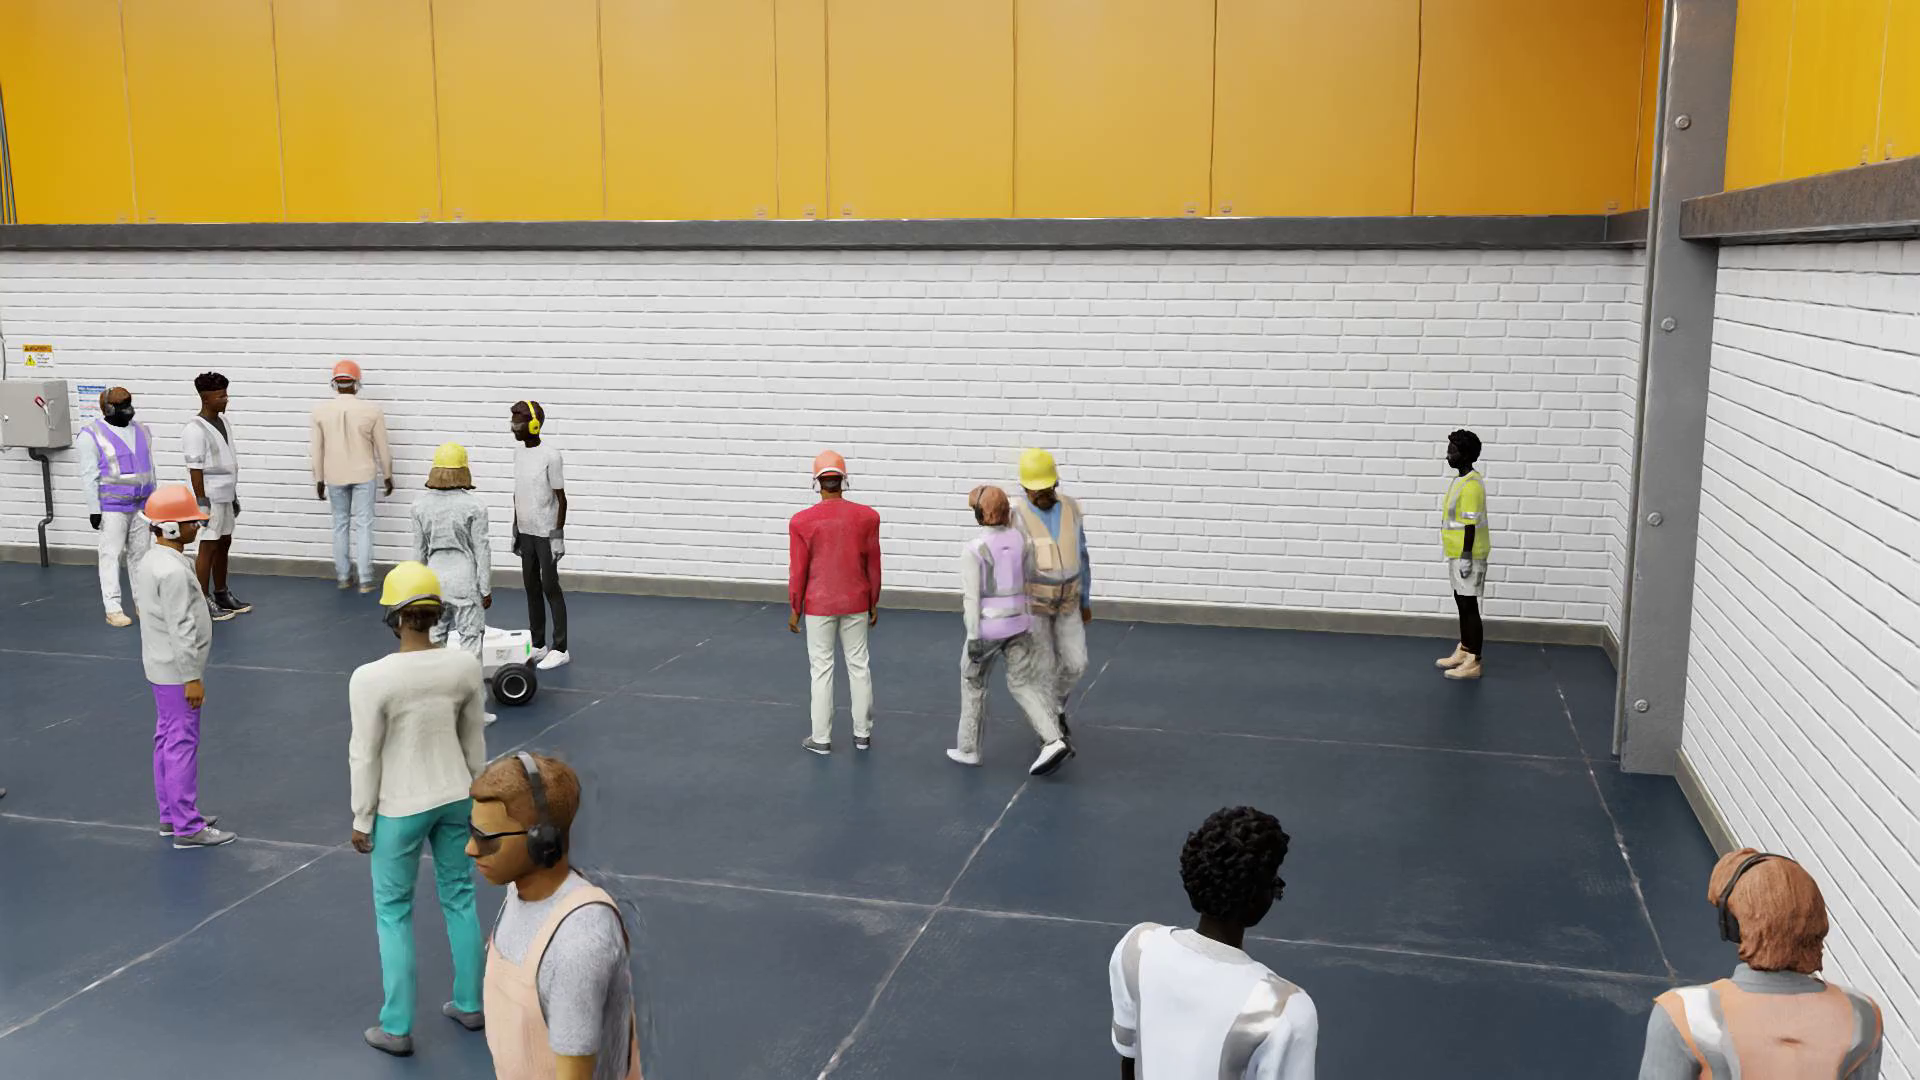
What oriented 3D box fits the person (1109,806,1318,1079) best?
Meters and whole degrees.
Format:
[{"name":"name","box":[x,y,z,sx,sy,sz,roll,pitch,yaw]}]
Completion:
[{"name":"person","box":[0.541,1.397,3.593,0.320,1.686,0.539,-9,13,-43]}]

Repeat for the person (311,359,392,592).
[{"name":"person","box":[-5.164,-0.542,14.167,0.629,1.988,0.470,-1,10,-6]}]

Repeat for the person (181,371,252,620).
[{"name":"person","box":[-5.868,-0.350,13.092,0.376,1.958,0.598,0,10,-1]}]

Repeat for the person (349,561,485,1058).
[{"name":"person","box":[-1.956,0.951,6.020,0.351,1.756,0.525,8,13,40]}]

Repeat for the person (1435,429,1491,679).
[{"name":"person","box":[3.419,0.091,11.277,0.321,1.690,0.532,1,10,6]}]

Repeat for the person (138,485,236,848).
[{"name":"person","box":[-3.767,0.604,8.058,0.335,1.753,0.563,-7,12,-34]}]

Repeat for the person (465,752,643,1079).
[{"name":"person","box":[-0.902,1.337,3.634,0.971,1.796,0.522,-7,12,-36]}]

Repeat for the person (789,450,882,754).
[{"name":"person","box":[-0.725,0.354,9.559,0.561,1.742,0.337,-4,10,-22]}]

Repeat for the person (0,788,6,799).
[{"name":"person","box":[-5.241,0.521,8.508,0.523,1.769,0.324,-3,10,-18]}]

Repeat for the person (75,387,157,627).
[{"name":"person","box":[-6.487,-0.267,12.921,0.429,1.846,0.633,4,11,25]}]

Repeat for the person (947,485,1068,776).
[{"name":"person","box":[0.262,0.500,9.124,0.533,1.601,0.756,-8,12,-38]}]

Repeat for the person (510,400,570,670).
[{"name":"person","box":[-2.927,-0.038,11.513,0.526,1.865,0.315,8,12,38]}]

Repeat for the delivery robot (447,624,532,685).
[{"name":"delivery robot","box":[-3.102,0.719,10.633,0.707,0.478,0.477,-3,10,-15]}]

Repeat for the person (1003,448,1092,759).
[{"name":"person","box":[0.482,0.354,9.462,0.626,1.790,0.434,-5,11,-28]}]

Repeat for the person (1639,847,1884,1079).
[{"name":"person","box":[1.638,1.446,3.469,0.526,1.632,0.312,-1,10,-7]}]

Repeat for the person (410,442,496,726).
[{"name":"person","box":[-3.051,0.277,10.049,0.486,1.737,0.323,1,10,8]}]
